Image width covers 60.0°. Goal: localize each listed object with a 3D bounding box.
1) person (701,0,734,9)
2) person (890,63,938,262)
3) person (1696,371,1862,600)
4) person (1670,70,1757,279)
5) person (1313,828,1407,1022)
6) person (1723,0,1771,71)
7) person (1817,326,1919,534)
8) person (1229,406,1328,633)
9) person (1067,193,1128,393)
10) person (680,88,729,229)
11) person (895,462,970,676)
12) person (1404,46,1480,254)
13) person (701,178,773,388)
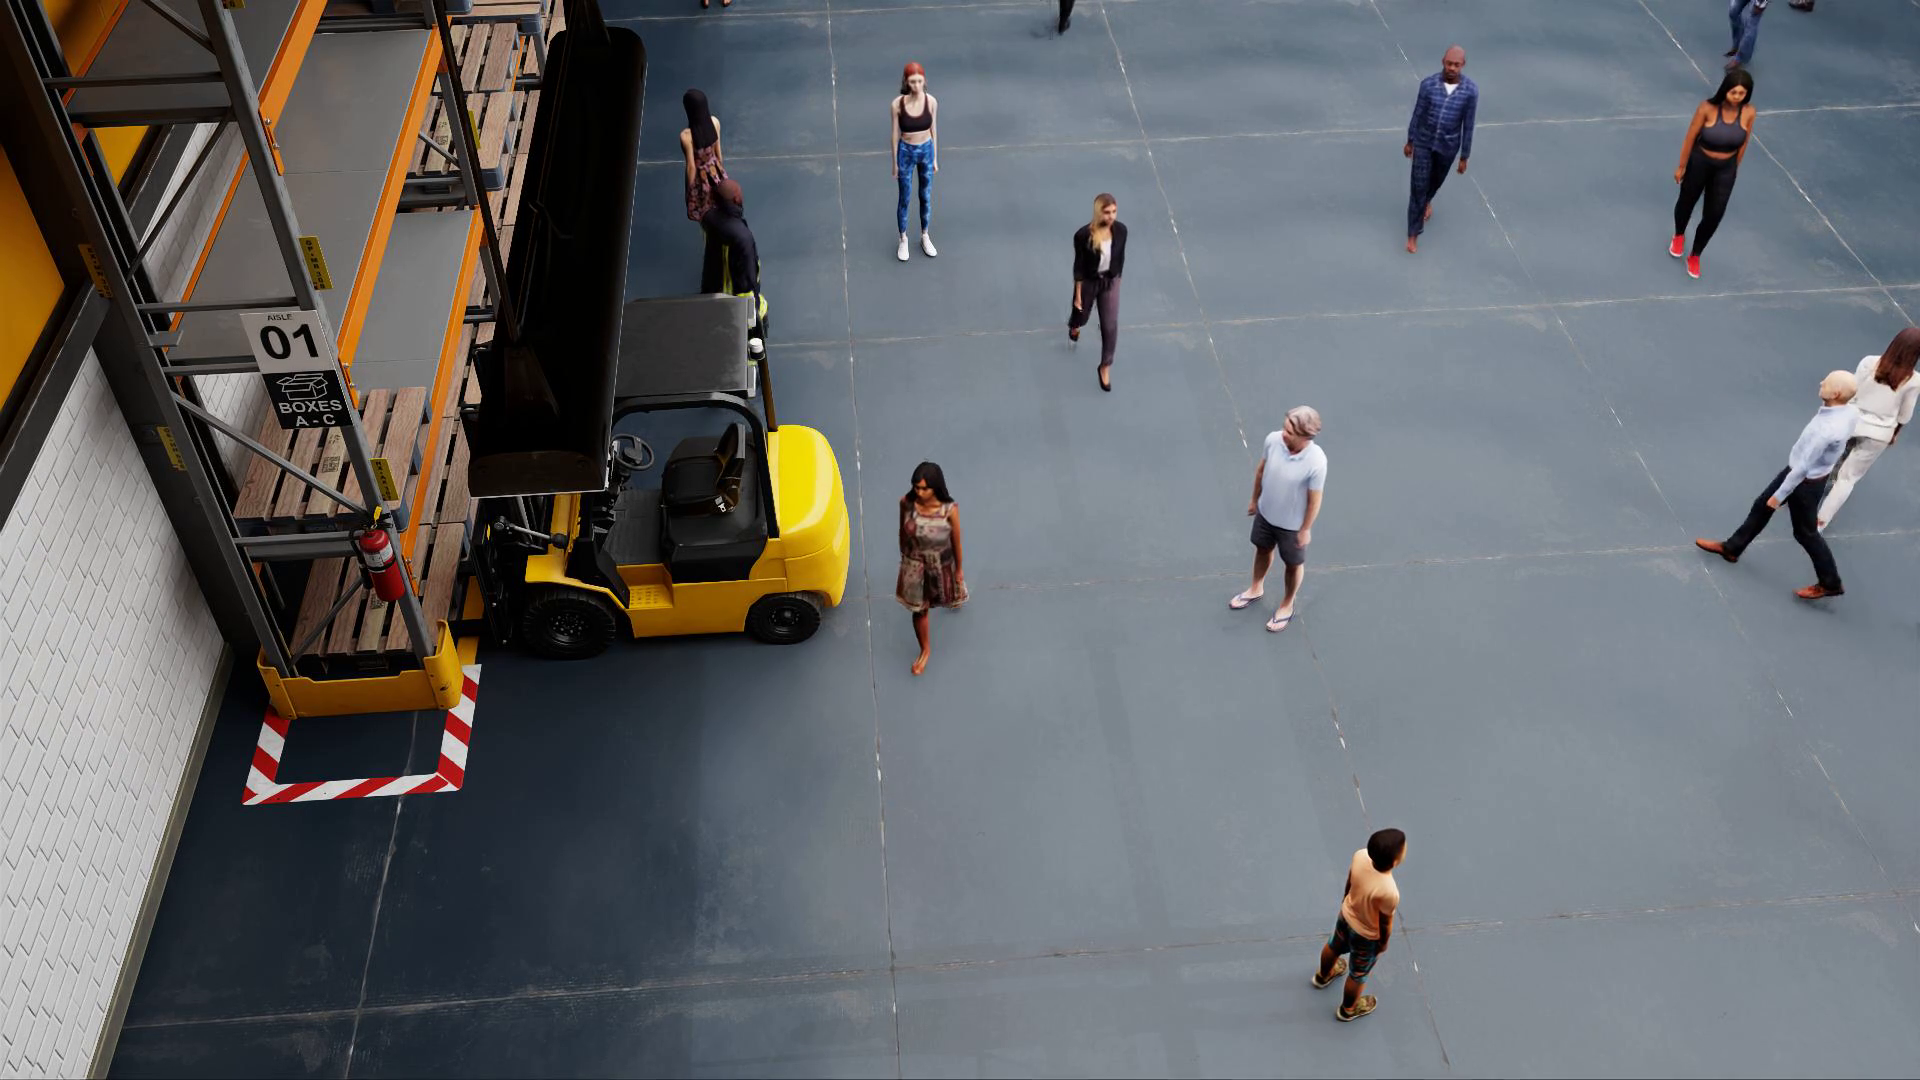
[{"bbox_3d":[-2.704,-6.510,17.742,0.576,1.677,0.562,-1,44,-2],"label":"person"},{"bbox_3d":[-0.385,-3.235,14.228,0.608,1.782,0.634,-11,45,-11],"label":"person"},{"bbox_3d":[5.761,-0.330,11.195,1.231,1.761,1.234,26,49,24],"label":"person"},{"bbox_3d":[6.387,-3.221,14.206,0.838,1.792,0.982,10,44,10],"label":"person"},{"bbox_3d":[2.159,2.044,8.923,0.637,1.456,0.513,-19,47,-19],"label":"person"},{"bbox_3d":[8.020,-5.504,16.619,0.734,1.770,0.541,2,44,2],"label":"person"},{"bbox_3d":[6.342,-0.727,11.702,1.052,1.636,1.131,28,50,26],"label":"person"},{"bbox_3d":[2.161,-0.178,10.984,0.799,1.831,0.710,-33,52,-30],"label":"person"},{"bbox_3d":[1.032,-2.001,13.035,0.672,1.642,1.023,-8,44,-9],"label":"person"},{"bbox_3d":[-2.134,-2.977,13.964,0.866,1.773,0.805,29,51,27],"label":"person"},{"bbox_3d":[-0.153,0.099,10.843,0.864,1.625,1.081,12,45,13],"label":"person"},{"bbox_3d":[4.166,-3.495,14.506,0.938,1.775,1.258,8,44,9],"label":"person"},{"bbox_3d":[-1.798,-1.902,12.826,0.990,1.786,0.919,-26,49,-25],"label":"person"}]
